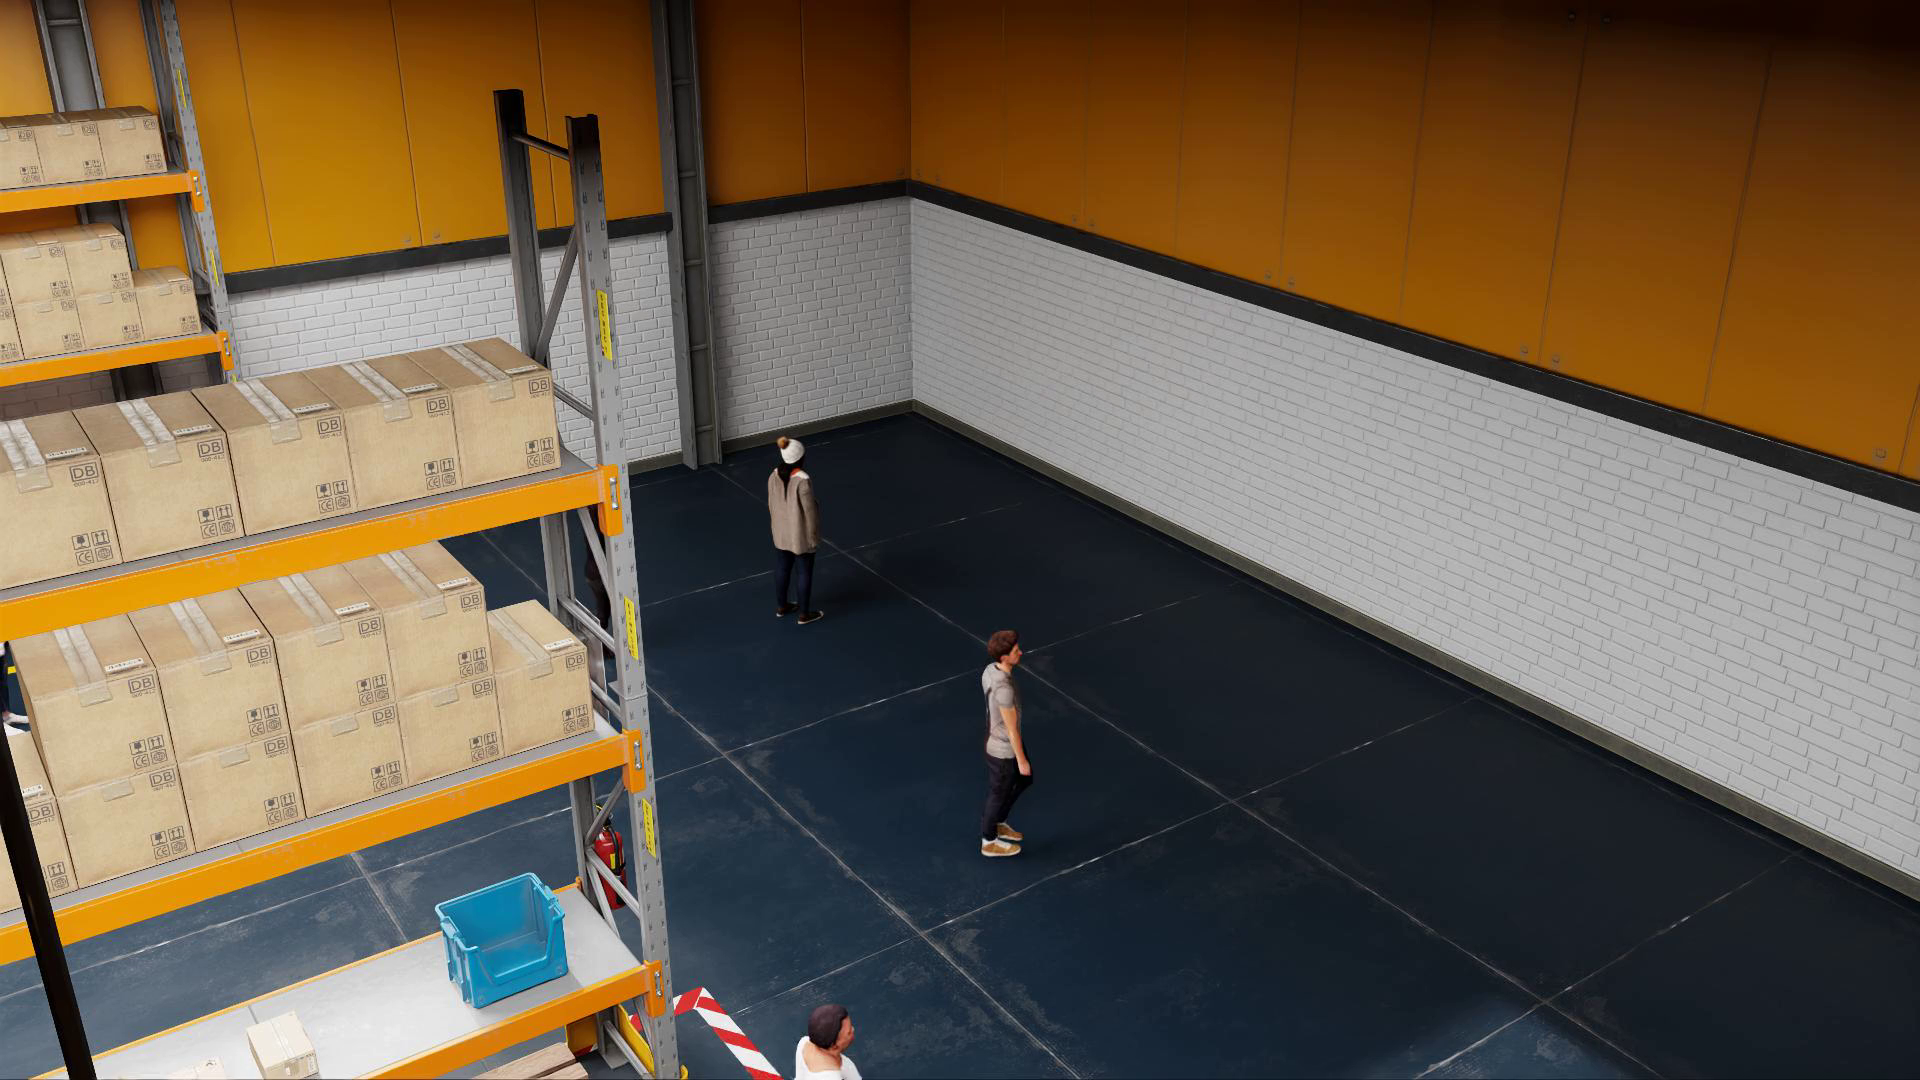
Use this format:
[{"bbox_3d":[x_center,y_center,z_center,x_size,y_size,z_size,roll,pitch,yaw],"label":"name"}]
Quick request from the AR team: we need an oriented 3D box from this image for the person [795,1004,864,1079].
[{"bbox_3d":[-0.746,3.179,8.777,1.083,1.652,0.765,-11,26,-24],"label":"person"}]

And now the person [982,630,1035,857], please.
[{"bbox_3d":[0.241,1.527,12.273,0.812,1.881,0.775,0,24,0],"label":"person"}]

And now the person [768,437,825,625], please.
[{"bbox_3d":[-1.615,-0.118,16.022,0.781,1.892,0.771,17,29,34],"label":"person"}]

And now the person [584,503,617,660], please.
[{"bbox_3d":[-3.383,0.350,15.275,0.653,1.633,0.670,-9,25,-20],"label":"person"}]
